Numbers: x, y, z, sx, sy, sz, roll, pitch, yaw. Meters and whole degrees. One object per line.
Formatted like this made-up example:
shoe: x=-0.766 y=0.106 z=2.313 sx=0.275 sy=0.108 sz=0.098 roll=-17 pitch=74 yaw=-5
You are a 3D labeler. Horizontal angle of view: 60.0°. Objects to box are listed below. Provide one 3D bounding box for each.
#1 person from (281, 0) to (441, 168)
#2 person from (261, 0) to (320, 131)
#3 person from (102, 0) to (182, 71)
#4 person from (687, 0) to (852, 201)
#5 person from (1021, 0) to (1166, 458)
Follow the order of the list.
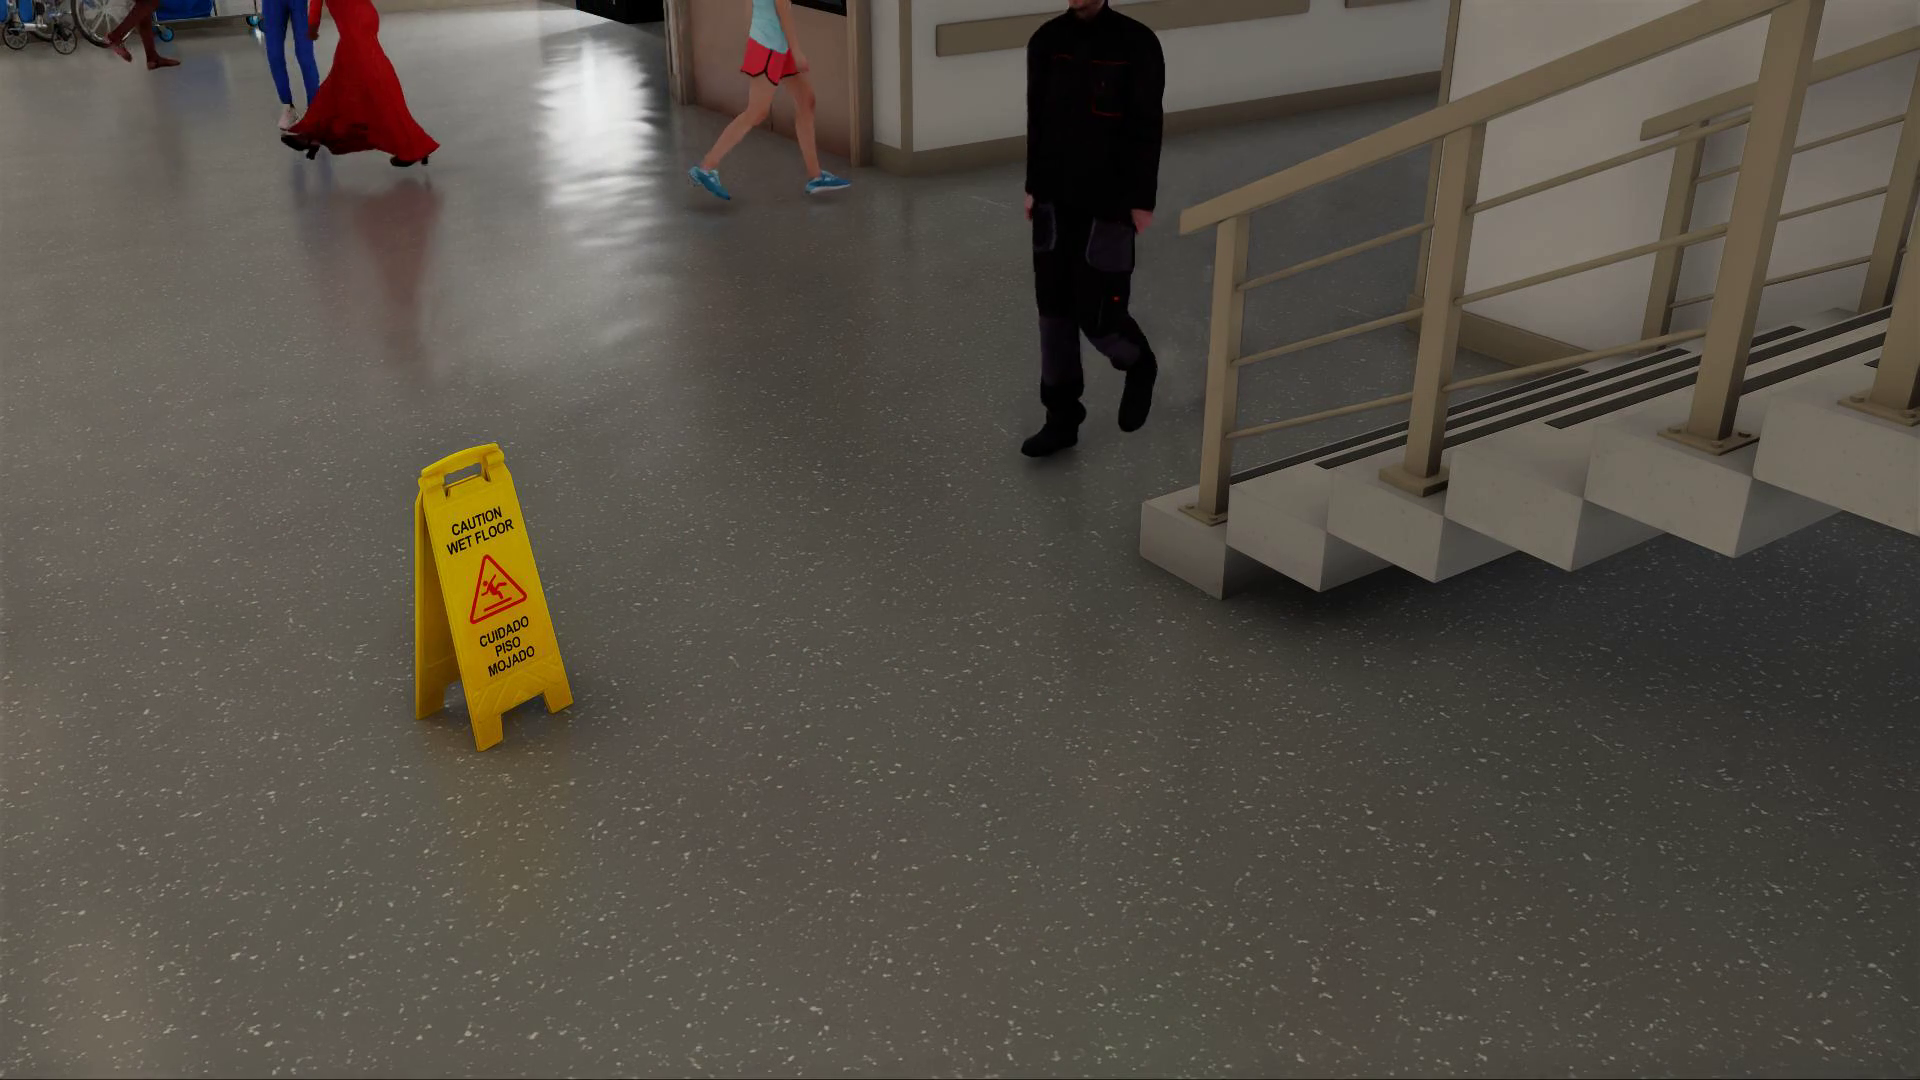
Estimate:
person: x=-3.585 y=-3.083 z=10.082 sx=1.074 sy=1.730 sz=1.214 roll=-2 pitch=26 yaw=-4
person: x=-4.490 y=-3.596 z=11.147 sx=0.798 sy=1.729 sz=0.848 roll=8 pitch=27 yaw=17
person: x=-6.702 y=-4.617 z=13.284 sx=0.680 sy=1.711 sz=0.710 roll=-16 pitch=30 yaw=-29
person: x=-1.141 y=-2.751 z=9.396 sx=0.996 sy=1.728 sz=1.199 roll=-4 pitch=26 yaw=-9
person: x=0.490 y=-1.224 z=6.036 sx=0.878 sy=1.896 sz=0.895 roll=17 pitch=31 yaw=31
